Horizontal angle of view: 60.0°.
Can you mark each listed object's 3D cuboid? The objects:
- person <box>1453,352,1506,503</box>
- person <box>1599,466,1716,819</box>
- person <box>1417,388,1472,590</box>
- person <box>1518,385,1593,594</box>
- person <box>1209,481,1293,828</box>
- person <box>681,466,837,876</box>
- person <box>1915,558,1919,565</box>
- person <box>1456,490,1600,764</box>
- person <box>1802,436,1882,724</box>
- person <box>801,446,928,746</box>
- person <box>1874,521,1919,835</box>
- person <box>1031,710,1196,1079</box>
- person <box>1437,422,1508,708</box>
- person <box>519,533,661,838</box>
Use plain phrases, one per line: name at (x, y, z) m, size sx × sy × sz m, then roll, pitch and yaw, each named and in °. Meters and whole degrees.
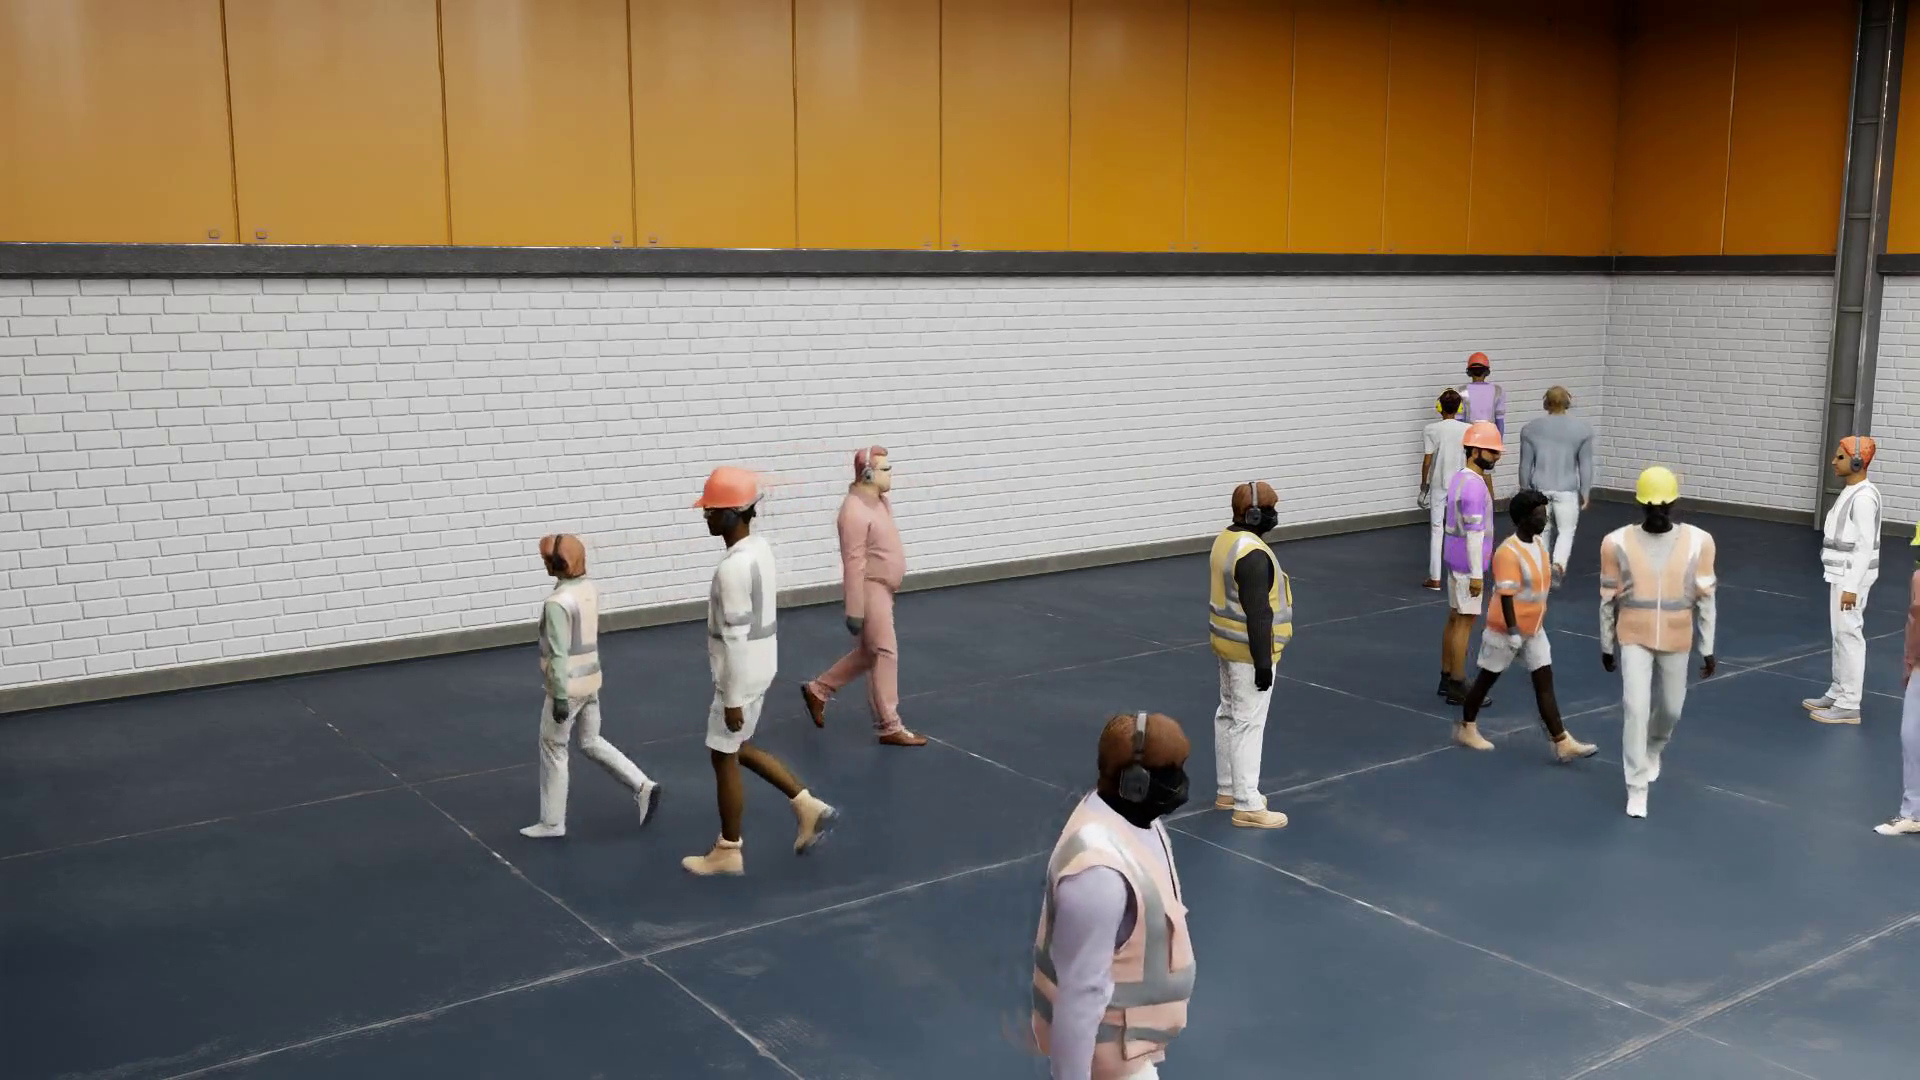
person at (5.786, -1.086, 18.685) m, size 0.609 × 2.040 × 0.395 m, roll 0°, pitch 9°, yaw -1°
person at (3.845, 0.522, 9.223) m, size 0.599 × 1.899 × 0.842 m, roll 3°, pitch 10°, yaw 16°
person at (4.491, -0.467, 15.388) m, size 0.519 × 1.873 × 0.335 m, roll 0°, pitch 9°, yaw -1°
person at (5.380, -0.445, 15.083) m, size 0.637 × 1.921 × 0.753 m, roll 4°, pitch 10°, yaw 23°
person at (1.553, 0.601, 8.895) m, size 0.429 × 1.844 × 0.626 m, roll -1°, pitch 9°, yaw -7°
person at (-1.009, 0.649, 8.018) m, size 0.664 × 2.030 × 0.623 m, roll 1°, pitch 9°, yaw 7°
person at (9.993, -0.666, 16.397) m, size 0.818 × 1.953 × 0.634 m, roll 5°, pitch 11°, yaw 30°
person at (3.388, 0.520, 9.961) m, size 0.550 × 1.641 × 0.881 m, roll -8°, pitch 12°, yaw -42°
person at (5.801, 0.257, 10.884) m, size 0.349 × 1.882 × 0.584 m, roll 3°, pitch 10°, yaw 20°
person at (-0.609, 0.344, 10.346) m, size 0.753 × 1.888 × 0.651 m, roll 1°, pitch 9°, yaw 5°
person at (5.189, 0.696, 8.623) m, size 0.688 × 1.735 × 0.538 m, roll -1°, pitch 9°, yaw -9°
person at (0.321, 1.327, 4.536) m, size 0.839 × 1.811 × 0.641 m, roll 2°, pitch 9°, yaw 11°
person at (3.489, 0.160, 11.324) m, size 0.368 × 1.933 × 0.552 m, roll 1°, pitch 9°, yaw 6°
person at (-1.941, 0.763, 8.597) m, size 0.668 × 1.620 × 0.523 m, roll 2°, pitch 9°, yaw 10°
